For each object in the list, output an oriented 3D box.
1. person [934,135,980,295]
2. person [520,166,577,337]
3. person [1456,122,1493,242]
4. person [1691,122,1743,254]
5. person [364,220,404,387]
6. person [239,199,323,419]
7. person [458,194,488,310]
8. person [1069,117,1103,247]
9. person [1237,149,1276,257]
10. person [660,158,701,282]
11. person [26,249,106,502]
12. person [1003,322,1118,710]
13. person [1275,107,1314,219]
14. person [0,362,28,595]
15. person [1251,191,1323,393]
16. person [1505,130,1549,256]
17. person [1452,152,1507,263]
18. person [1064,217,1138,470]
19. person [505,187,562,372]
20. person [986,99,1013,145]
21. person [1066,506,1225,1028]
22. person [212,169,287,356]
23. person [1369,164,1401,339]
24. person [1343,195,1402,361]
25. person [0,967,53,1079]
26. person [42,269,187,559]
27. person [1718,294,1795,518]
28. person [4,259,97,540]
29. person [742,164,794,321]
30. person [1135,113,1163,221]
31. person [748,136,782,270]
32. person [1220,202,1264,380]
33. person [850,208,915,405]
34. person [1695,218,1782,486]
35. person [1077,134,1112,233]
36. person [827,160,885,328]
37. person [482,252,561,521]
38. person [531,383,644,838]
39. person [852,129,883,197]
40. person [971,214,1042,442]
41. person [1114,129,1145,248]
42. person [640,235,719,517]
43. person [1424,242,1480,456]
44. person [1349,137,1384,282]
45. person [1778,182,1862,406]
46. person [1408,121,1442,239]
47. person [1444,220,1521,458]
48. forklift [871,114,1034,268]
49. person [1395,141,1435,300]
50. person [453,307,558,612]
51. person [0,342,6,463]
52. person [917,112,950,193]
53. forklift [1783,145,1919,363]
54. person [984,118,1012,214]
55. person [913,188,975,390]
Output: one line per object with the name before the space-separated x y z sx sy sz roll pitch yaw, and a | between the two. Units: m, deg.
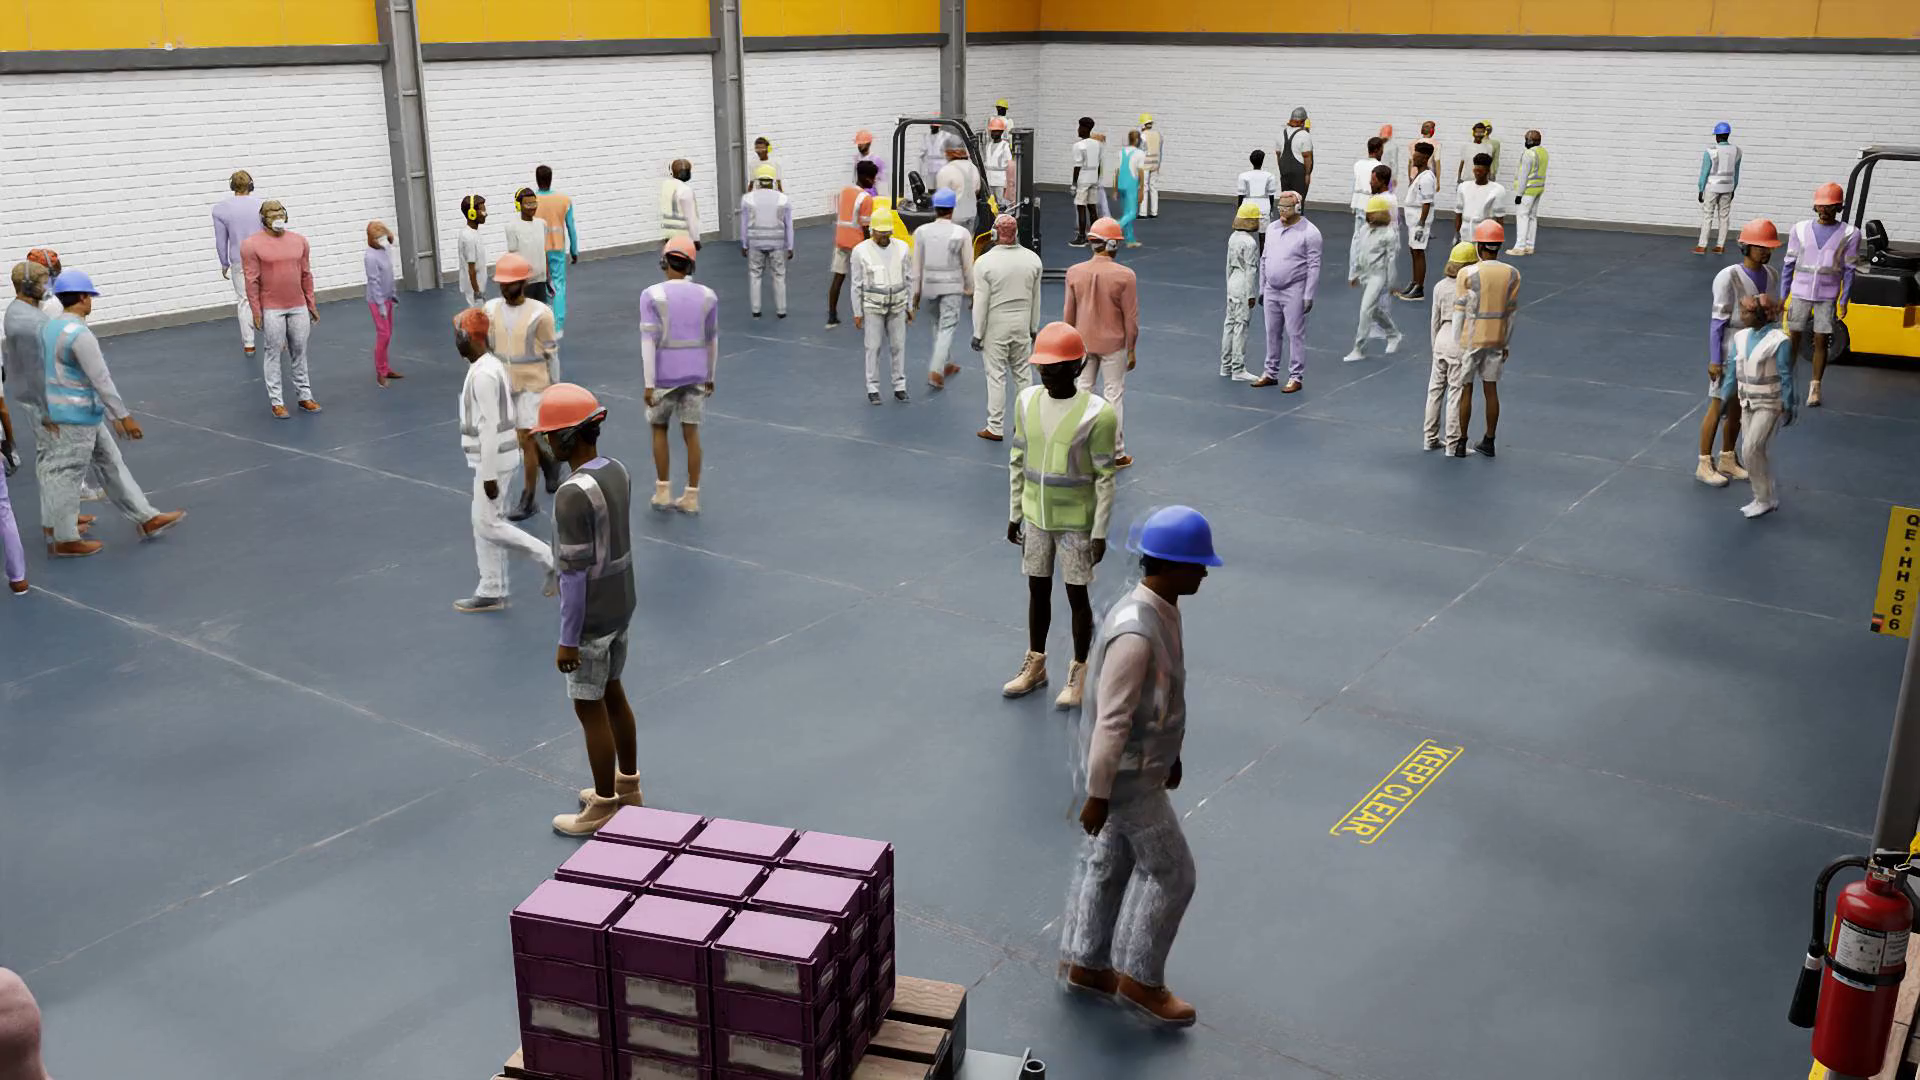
person | -0.089 -4.122 21.149 0.536 2.000 0.694 15 23 38
person | -4.628 -3.269 18.758 0.622 1.861 1.002 -5 18 -16
person | 8.039 -5.589 26.040 0.519 1.860 0.323 4 18 12
person | 11.285 -5.231 24.789 0.604 1.939 0.415 -2 18 -7
person | -5.604 -2.308 16.170 0.347 1.615 0.535 0 18 1
person | -6.057 -2.072 14.902 0.372 1.940 0.627 16 23 40
person | -4.634 -2.373 15.981 0.324 1.859 0.511 -5 18 -14
person | 1.929 -5.508 25.607 0.607 1.966 0.367 -16 24 -42
person | 4.073 -4.523 22.954 0.537 1.698 0.321 0 18 0
person | -3.352 -3.699 20.172 0.458 1.823 0.649 -12 22 -34
person | -6.690 -1.208 12.306 0.579 1.878 0.352 14 22 37
person | 0.502 -0.118 8.619 0.605 2.045 0.385 12 21 34
person | 5.449 -5.952 26.874 0.536 2.000 0.672 -13 22 -35
person | -6.088 -0.538 10.235 0.508 1.863 0.327 -11 21 -31
person | 3.102 -2.368 15.881 0.409 1.906 0.652 -15 23 -39
person | 8.468 -5.165 24.763 0.429 1.830 0.636 16 24 41
person | 6.093 -3.572 19.585 0.616 1.953 0.400 17 24 42
person | 1.121 -1.544 13.167 0.611 1.990 0.392 9 20 26
person | -4.247 -2.560 16.540 0.318 1.870 0.531 12 22 34
person | 0.773 -7.363 31.487 0.585 1.917 0.382 9 20 26
person | 0.683 0.809 5.914 0.661 1.914 0.630 4 18 13
person | -7.479 -2.919 17.550 0.635 1.937 0.352 -5 18 -14
person | 4.681 -3.188 18.446 0.388 1.913 0.596 7 19 20
person | 4.385 -2.757 17.418 0.847 1.711 0.475 -9 20 -25
person | -2.264 1.531 3.656 0.633 1.932 0.363 -2 18 -7
person | -5.739 -0.848 11.137 0.944 1.890 0.645 -13 22 -35
person | 5.751 -0.967 11.971 0.461 1.605 0.527 -4 18 -13
person | -6.304 -0.965 11.469 0.387 1.930 0.638 -11 21 -30
person | -2.247 -3.466 19.461 0.617 1.825 0.410 -3 18 -8
person | 3.231 -6.461 28.843 0.586 1.816 0.421 -10 20 -30
person | -2.704 -4.664 23.149 0.565 1.860 0.367 3 18 8
person | 2.801 -2.455 16.416 0.315 1.742 0.492 -5 18 -15
person | -0.708 -2.157 15.364 0.606 1.818 0.403 -7 19 -20
person | 5.986 -1.430 12.724 0.615 2.043 0.373 -9 20 -26
person | 2.278 -5.775 27.037 0.850 1.584 0.519 7 19 22
person | -1.157 -3.368 19.001 0.701 1.916 0.699 -16 24 -41
person | -3.146 -1.154 12.095 0.545 1.911 0.845 5 19 16
person | -1.632 0.313 7.307 0.408 2.028 0.616 2 18 7
person | -1.297 -4.942 23.924 0.832 1.912 0.560 -16 23 -40
person | 0.371 -1.791 14.078 0.643 1.908 0.399 -9 20 -26
person | 2.514 -5.310 25.257 0.534 1.808 0.752 17 24 42
person | -2.015 -1.184 12.042 0.649 1.987 0.627 -11 21 -30
person | 4.057 -1.562 13.623 0.294 1.744 0.486 -10 20 -28
person | 5.455 -4.425 22.295 0.371 1.916 0.597 -8 19 -23
person | 7.866 -2.255 15.307 0.612 2.043 0.374 12 21 34
person | 7.369 -5.718 26.456 0.567 1.846 0.389 16 24 41
person | 4.234 -1.629 13.544 0.539 1.930 0.386 -4 18 -12
forklift | -0.171 -4.594 22.377 2.313 2.155 1.214 1 18 3
person | 5.758 -4.007 20.910 0.361 1.965 0.612 2 18 6
person | -2.768 -0.478 10.053 0.655 1.852 0.621 -4 18 -13
person | -7.731 -1.345 12.812 0.649 1.824 0.590 -7 19 -20
person | -0.441 -6.149 27.688 0.653 1.912 0.422 10 20 28
forklift | 9.803 -2.879 17.013 2.313 2.155 1.214 12 21 33
person | 0.562 -5.515 25.666 0.348 1.942 0.548 -16 24 -41
person | -0.163 -2.435 16.106 0.630 1.912 0.968 9 20 25
